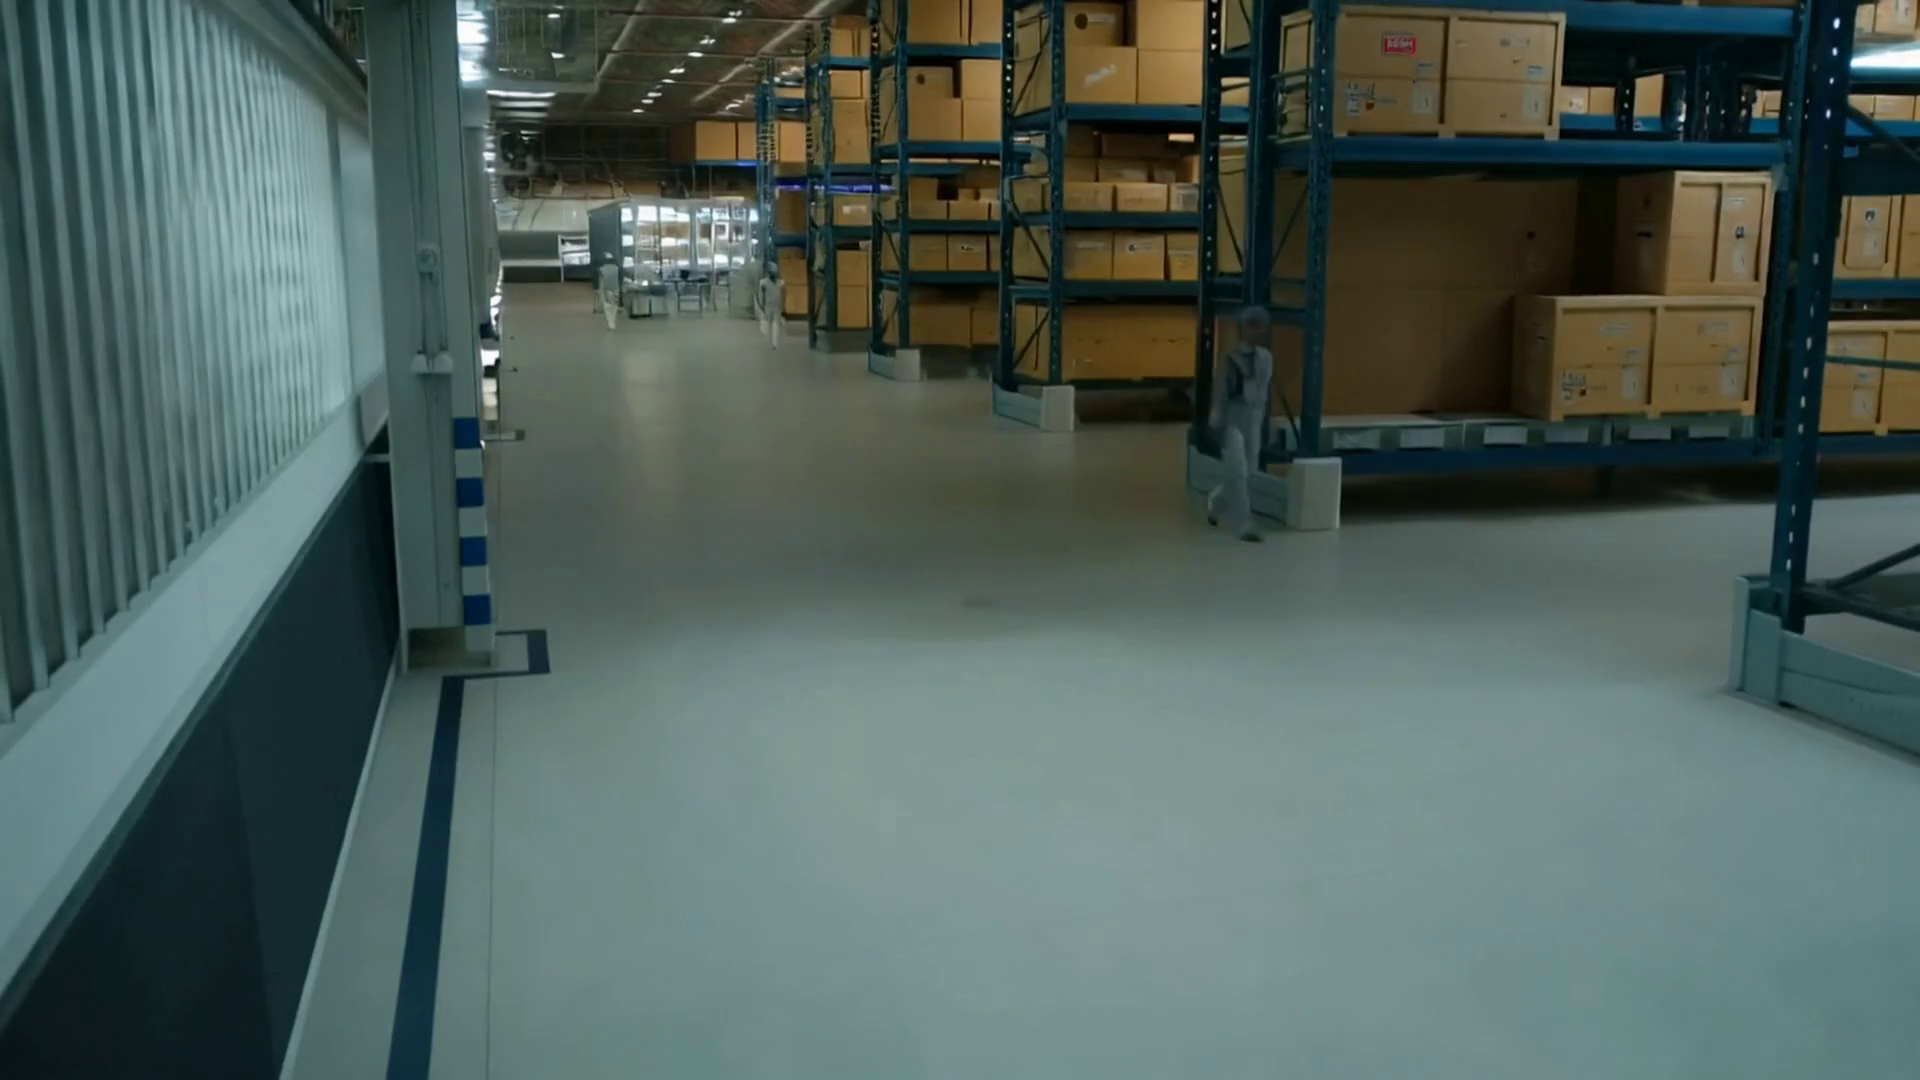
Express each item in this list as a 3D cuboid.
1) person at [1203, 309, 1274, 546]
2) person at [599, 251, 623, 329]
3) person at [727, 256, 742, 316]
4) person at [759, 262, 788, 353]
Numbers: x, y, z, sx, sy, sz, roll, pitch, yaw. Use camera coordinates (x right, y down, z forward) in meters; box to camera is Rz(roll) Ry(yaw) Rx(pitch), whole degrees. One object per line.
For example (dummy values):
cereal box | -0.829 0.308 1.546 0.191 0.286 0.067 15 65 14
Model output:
person | 1.915 -0.801 11.517 0.540 1.605 0.723 -6 12 -31
person | -8.548 -6.109 40.735 0.551 1.915 0.881 -1 10 -6
person | -6.513 -7.326 48.109 0.485 1.735 0.346 5 11 26
person | -3.589 -4.474 31.946 0.568 1.735 0.555 -3 10 -15
